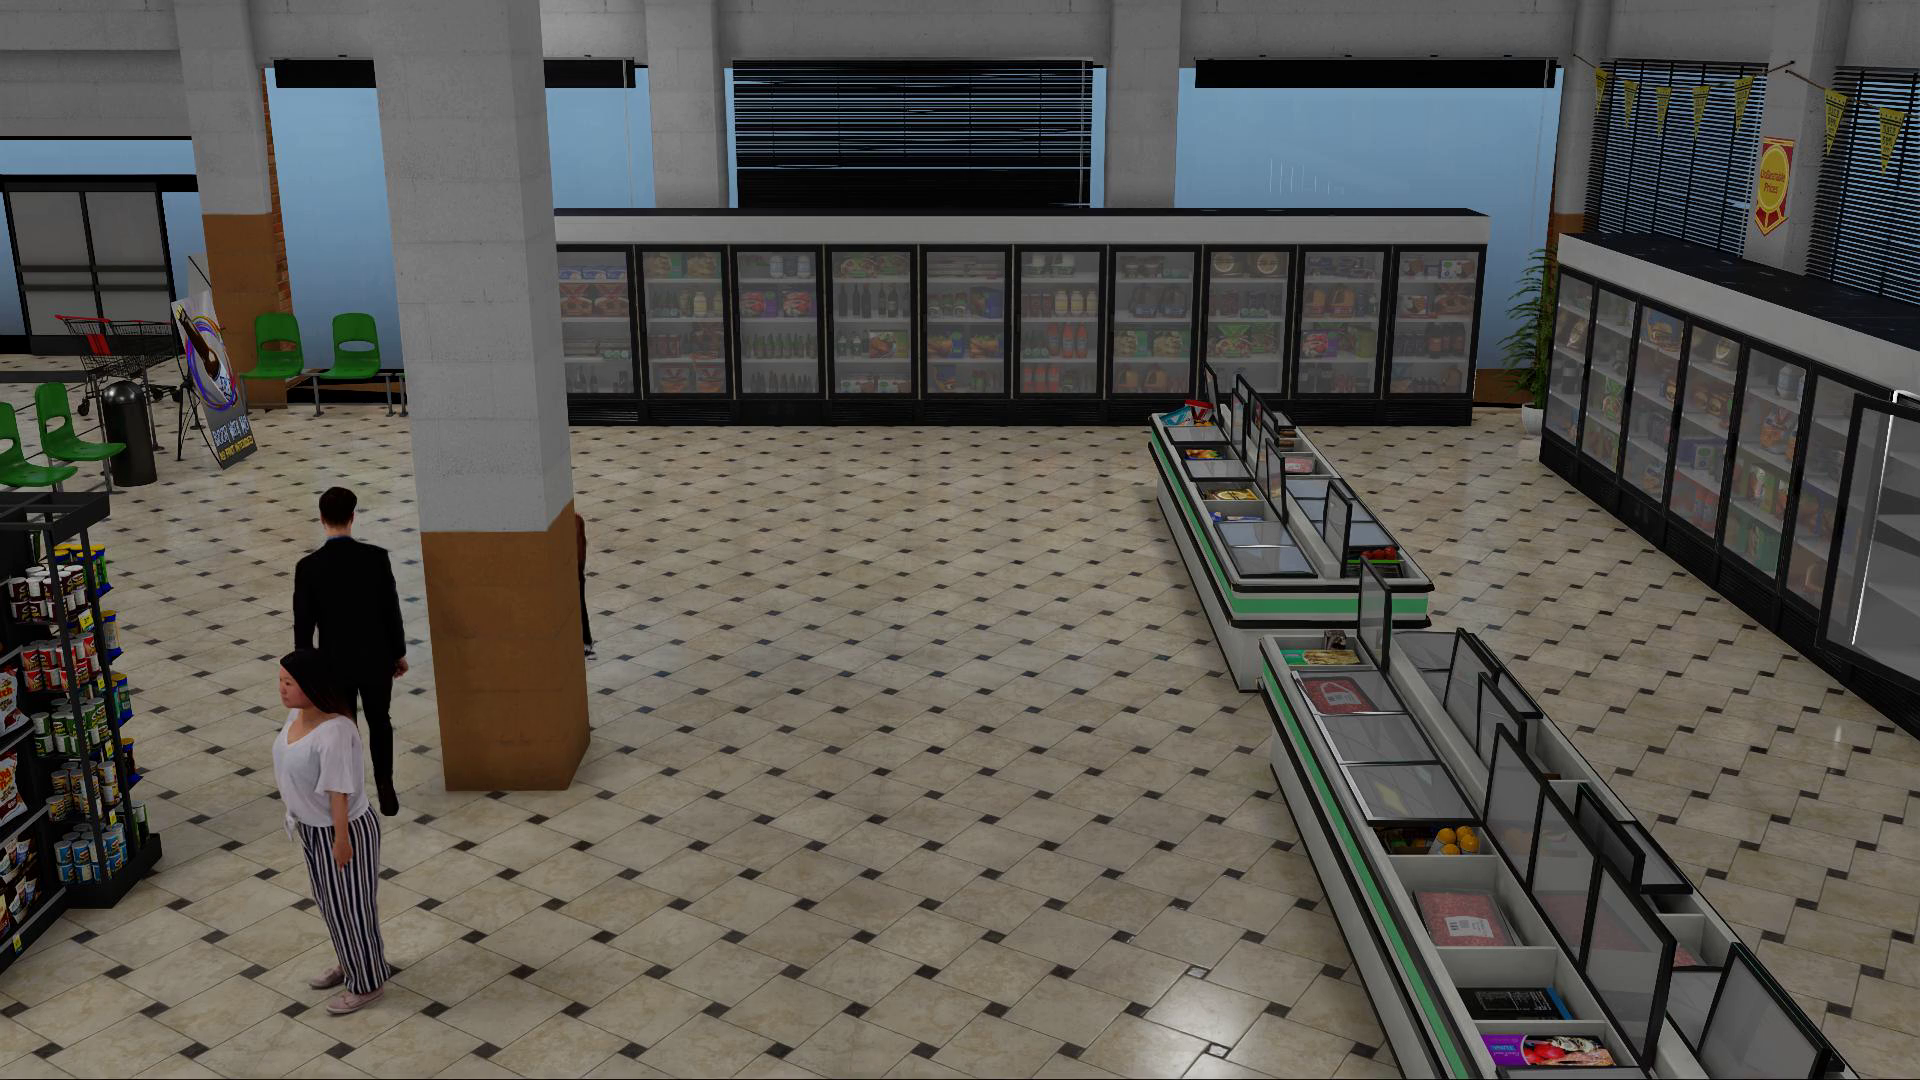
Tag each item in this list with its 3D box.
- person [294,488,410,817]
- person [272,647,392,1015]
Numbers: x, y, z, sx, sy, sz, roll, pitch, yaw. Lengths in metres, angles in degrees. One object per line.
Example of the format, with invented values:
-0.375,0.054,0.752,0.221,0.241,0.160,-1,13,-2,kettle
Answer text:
-3.198,0.673,8.883,0.935,1.857,1.010,-11,20,-33,person
-2.750,1.244,7.307,0.846,1.679,0.761,-12,21,-35,person
